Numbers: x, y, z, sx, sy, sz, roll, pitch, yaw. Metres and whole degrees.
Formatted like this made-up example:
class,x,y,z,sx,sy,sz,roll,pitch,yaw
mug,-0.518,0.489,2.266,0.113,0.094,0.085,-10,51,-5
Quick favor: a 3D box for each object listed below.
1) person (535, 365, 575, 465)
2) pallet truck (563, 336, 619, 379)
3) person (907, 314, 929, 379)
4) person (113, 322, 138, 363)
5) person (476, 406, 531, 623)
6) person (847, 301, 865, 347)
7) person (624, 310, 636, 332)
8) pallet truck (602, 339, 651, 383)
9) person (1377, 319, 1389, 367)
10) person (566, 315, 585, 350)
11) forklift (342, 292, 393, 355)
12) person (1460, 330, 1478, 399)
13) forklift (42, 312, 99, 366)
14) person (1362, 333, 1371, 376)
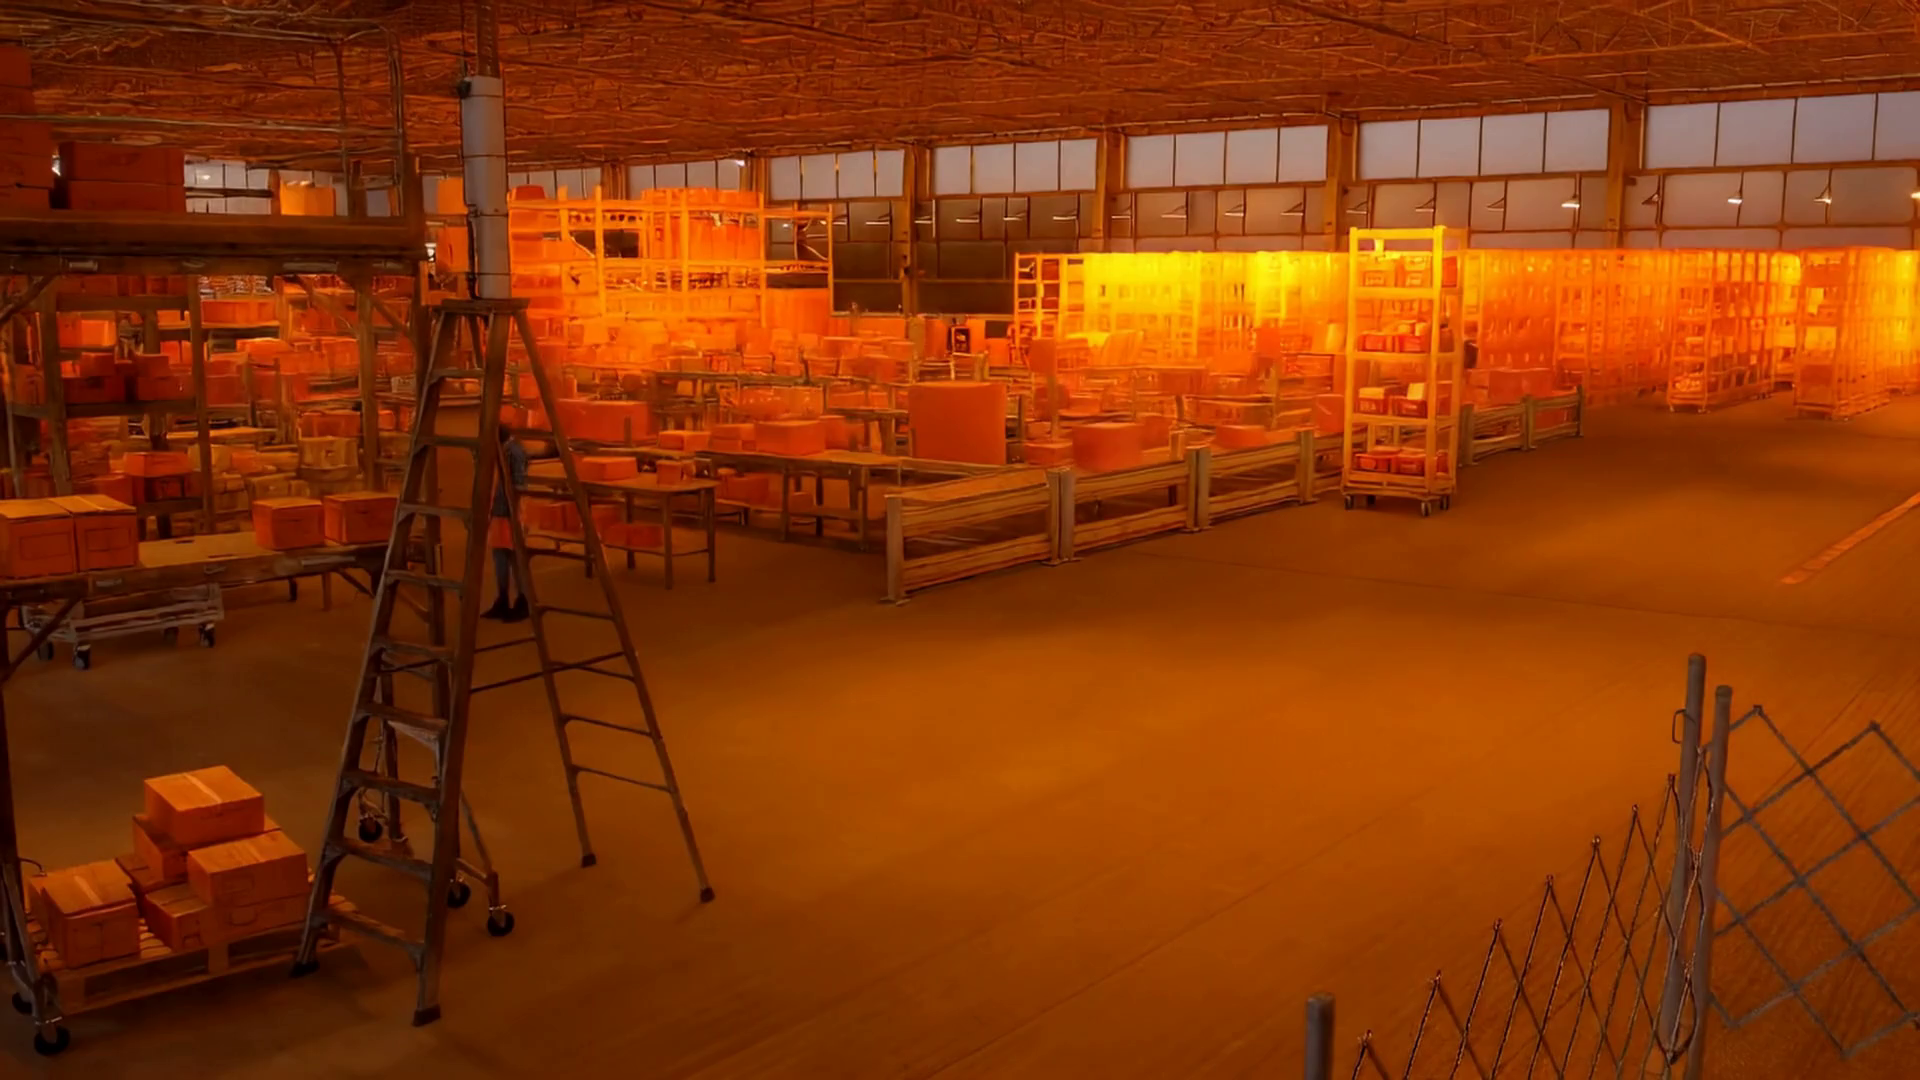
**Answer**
class,x,y,z,sx,sy,sz,roll,pitch,yaw
person,-6.409,-1.942,26.081,0.642,1.613,0.508,-4,10,-23
pallet truck,-10.690,-5.294,48.215,1.601,1.201,0.680,-5,10,-26
person,-1.152,-5.487,47.359,0.683,1.882,0.708,-7,11,-36
person,-17.183,-3.490,34.419,0.374,2.044,0.605,2,9,14
person,-4.000,-0.229,14.466,0.565,1.925,0.421,7,11,37
person,-4.235,-8.859,68.345,0.719,1.891,0.918,-2,9,-13
person,-11.594,-7.222,58.592,0.546,1.752,0.499,7,12,39
pallet truck,-8.991,-4.871,45.351,0.653,1.274,1.630,7,11,37
person,12.275,-5.662,48.134,0.653,2.006,0.879,-9,13,-44
person,-11.540,-5.887,50.155,0.586,1.800,0.878,6,11,34
forklift,-16.485,-5.622,45.120,1.129,2.768,1.873,7,11,37
person,11.062,-3.683,36.334,0.573,1.821,0.835,-8,12,-41
forklift,-23.779,-5.451,44.052,1.873,2.768,1.129,7,11,36
person,8.998,-3.722,36.895,0.527,1.721,0.922,-7,12,-39
